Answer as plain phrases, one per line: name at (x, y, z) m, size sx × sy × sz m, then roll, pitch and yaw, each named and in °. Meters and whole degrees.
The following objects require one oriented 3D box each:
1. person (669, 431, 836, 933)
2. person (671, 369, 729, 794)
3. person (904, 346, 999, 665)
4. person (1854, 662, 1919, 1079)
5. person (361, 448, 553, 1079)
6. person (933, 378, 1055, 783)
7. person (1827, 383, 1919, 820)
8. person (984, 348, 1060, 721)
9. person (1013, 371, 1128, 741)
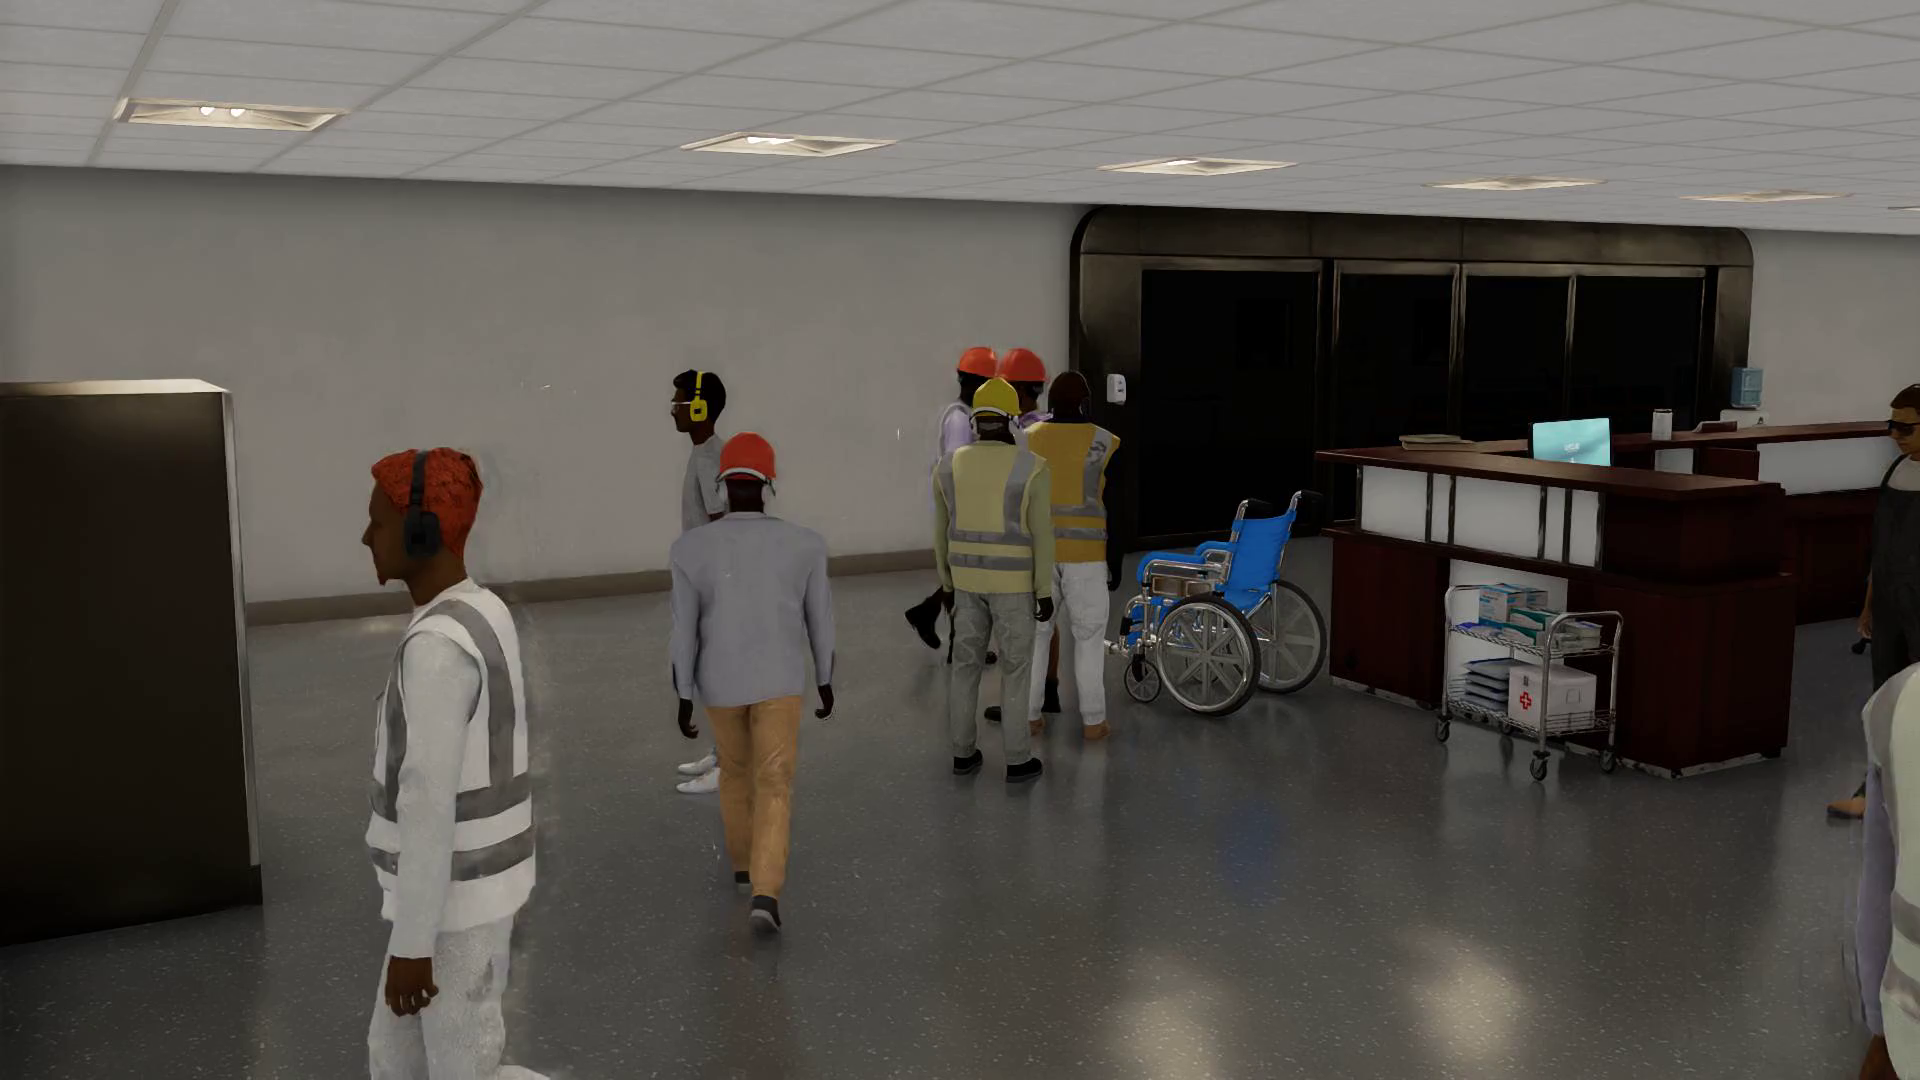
person at (-0.727, 0.481, 5.817) m, size 0.571 × 1.718 × 0.880 m, roll 0°, pitch 8°, yaw -1°
person at (-1.116, 0.185, 7.347) m, size 0.332 × 1.872 × 0.514 m, roll -1°, pitch 8°, yaw -5°
person at (-0.004, -0.194, 9.935) m, size 0.565 × 1.912 × 0.581 m, roll 1°, pitch 8°, yaw 6°
person at (1.628, 0.813, 2.608) m, size 0.831 × 1.923 × 0.626 m, roll 0°, pitch 8°, yaw -3°
person at (-0.987, 0.726, 3.507) m, size 0.797 × 1.857 × 0.576 m, roll -2°, pitch 8°, yaw -14°
person at (0.163, 0.181, 7.566) m, size 0.591 × 1.826 × 0.404 m, roll 4°, pitch 9°, yaw 27°
person at (3.843, 0.287, 6.718) m, size 0.345 × 1.840 × 0.504 m, roll -1°, pitch 8°, yaw -10°
person at (0.321, -0.017, 8.626) m, size 0.404 × 1.930 × 0.556 m, roll 3°, pitch 8°, yaw 21°
person at (0.527, 0.079, 8.283) m, size 0.622 × 1.835 × 0.431 m, roll 3°, pitch 8°, yaw 18°
